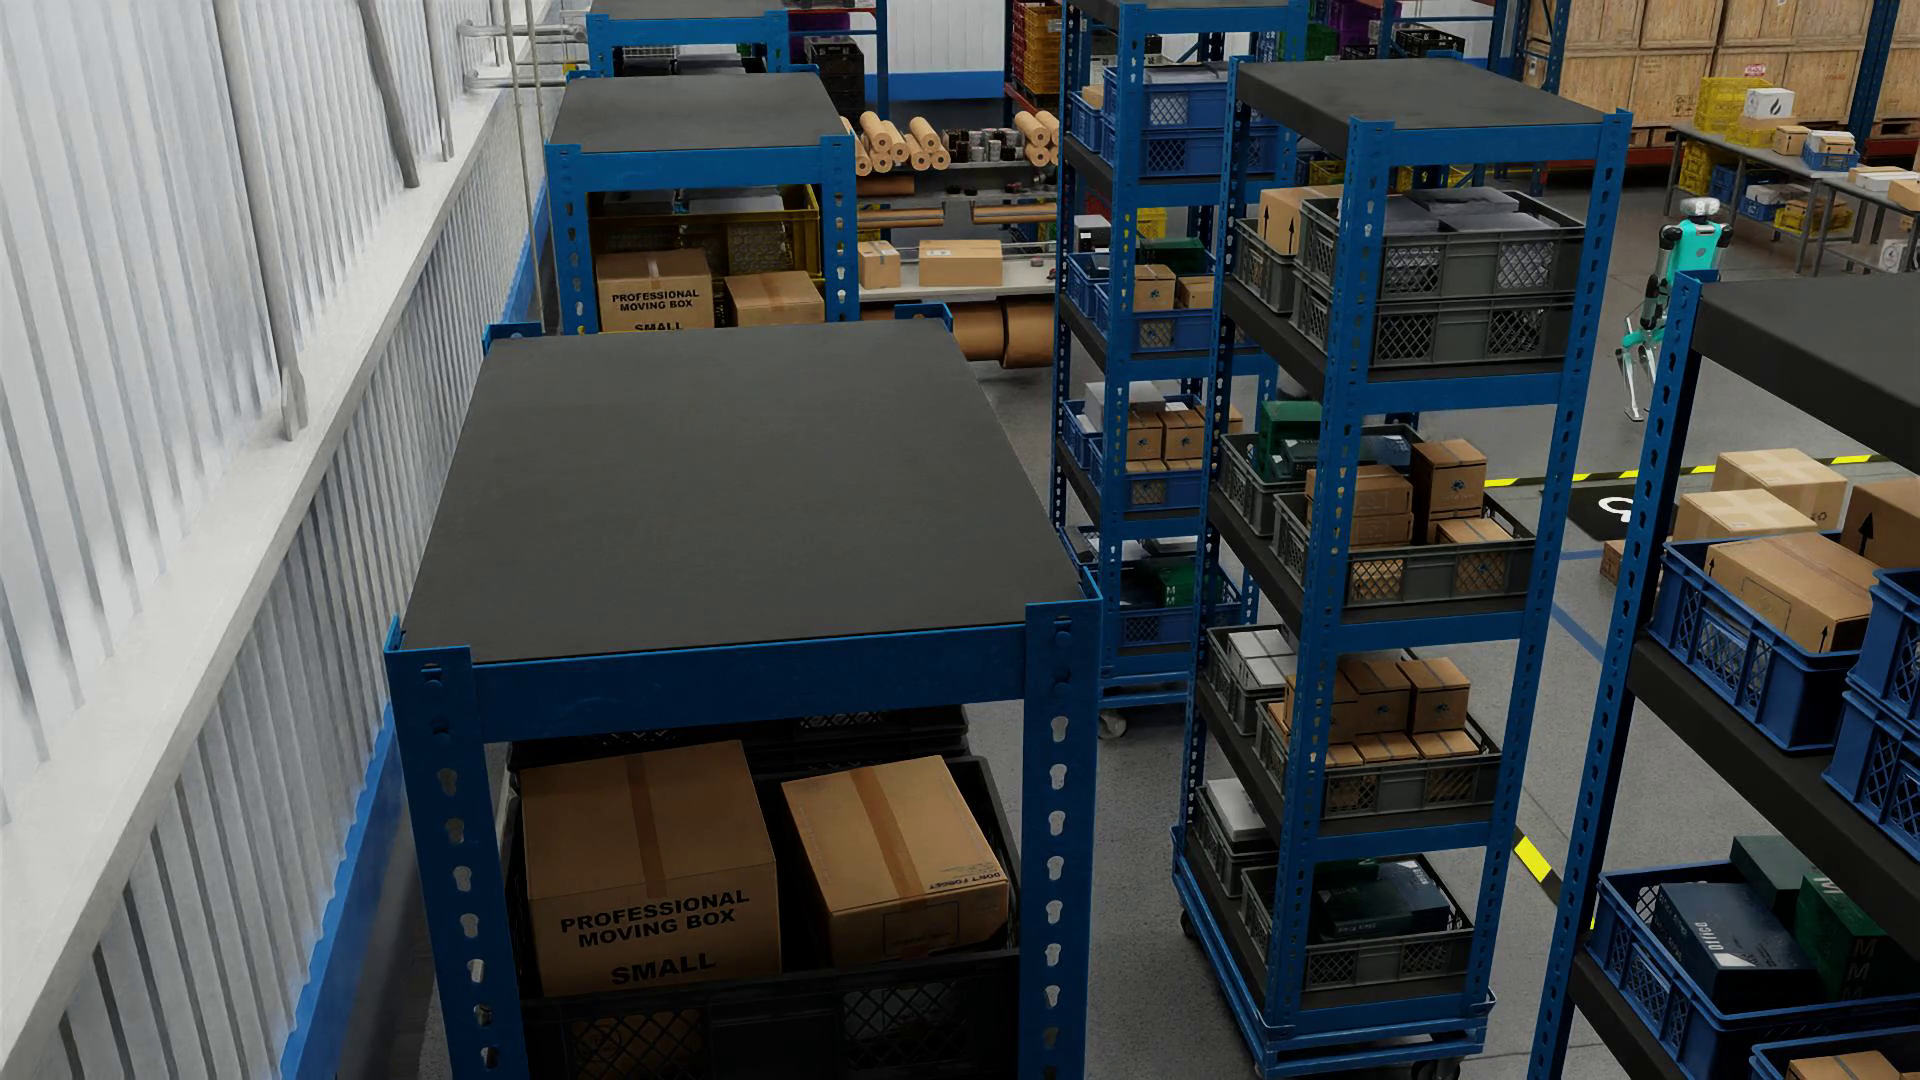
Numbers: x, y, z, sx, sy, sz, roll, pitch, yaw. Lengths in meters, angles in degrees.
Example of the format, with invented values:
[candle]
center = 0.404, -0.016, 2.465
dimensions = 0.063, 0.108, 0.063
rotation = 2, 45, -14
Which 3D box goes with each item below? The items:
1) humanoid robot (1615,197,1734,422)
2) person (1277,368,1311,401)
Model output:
[humanoid robot]
center = 5.108, -1.714, 12.107
dimensions = 0.533, 1.677, 0.735
rotation = -4, 25, -9
[person]
center = 2.294, -1.248, 11.139
dimensions = 0.433, 1.855, 0.594
rotation = -4, 25, -8
